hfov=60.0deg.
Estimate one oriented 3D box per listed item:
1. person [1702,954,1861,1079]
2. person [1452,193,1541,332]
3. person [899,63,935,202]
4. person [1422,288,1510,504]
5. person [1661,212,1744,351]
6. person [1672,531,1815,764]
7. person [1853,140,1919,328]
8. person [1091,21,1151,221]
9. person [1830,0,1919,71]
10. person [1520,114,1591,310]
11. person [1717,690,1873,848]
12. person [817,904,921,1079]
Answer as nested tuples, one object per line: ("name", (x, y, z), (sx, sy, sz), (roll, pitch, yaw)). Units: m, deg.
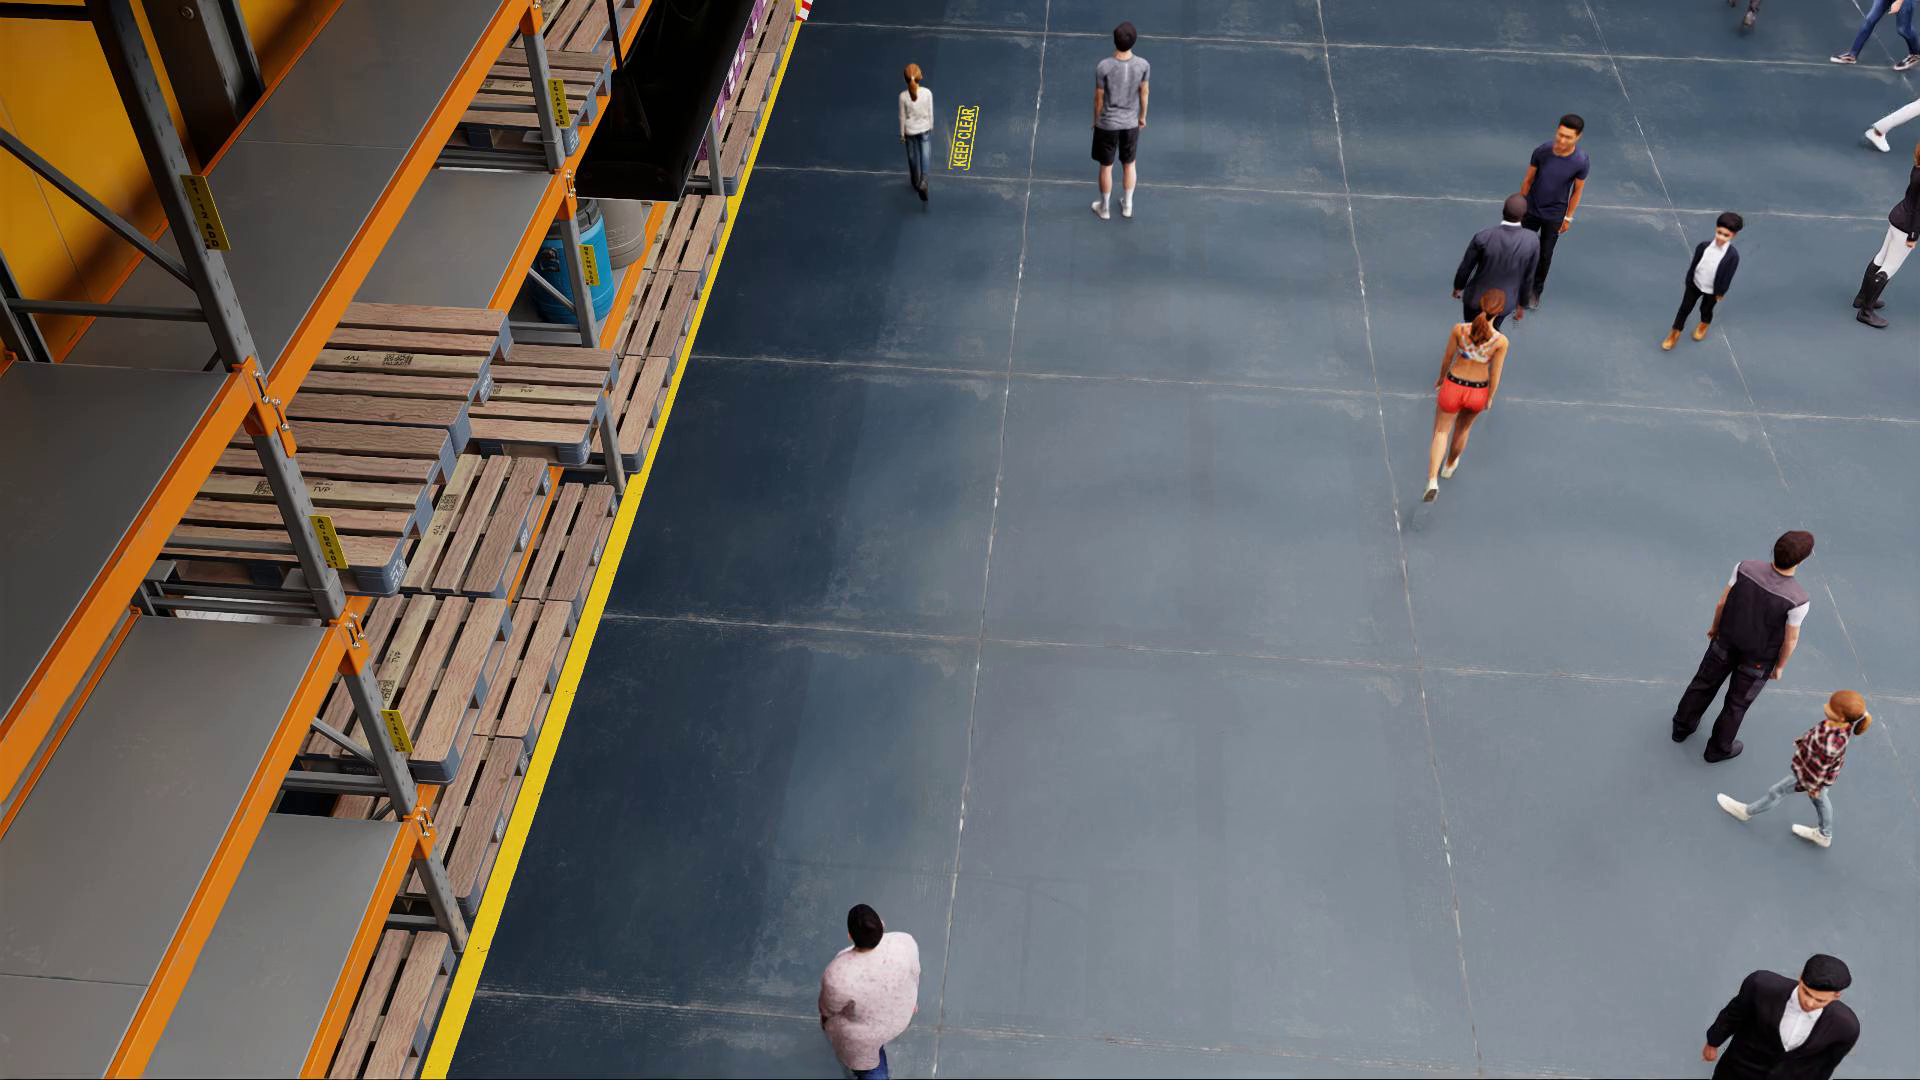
("person", (4.016, 2.546, 8.219), (0.904, 1.868, 0.982), (25, 49, 24))
("person", (4.101, -1.796, 12.832), (0.733, 1.792, 1.073), (5, 44, 5))
("person", (-0.382, -3.707, 15.191), (0.562, 1.305, 0.831), (-4, 44, -5))
("person", (3.617, -1.018, 12.030), (0.775, 1.771, 1.067), (17, 46, 17))
("person", (6.154, -2.140, 13.621), (0.767, 1.201, 0.858), (34, 53, 30))
("person", (4.833, 0.645, 10.229), (0.809, 1.848, 0.740), (-28, 50, -26))
("person", (7.783, -2.574, 13.694), (0.674, 1.729, 0.553), (13, 45, 13))
("person", (1.410, -3.716, 14.790), (0.710, 1.872, 0.642), (-7, 44, -7))
("person", (9.649, -5.562, 16.859), (0.814, 1.690, 1.088), (-3, 44, -3))
("person", (4.878, -2.751, 13.837), (0.716, 1.788, 0.697), (24, 49, 23))
("person", (5.151, 1.382, 9.875), (0.892, 1.269, 0.919), (29, 50, 27))
("person", (-0.424, 2.464, 8.425), (1.069, 1.703, 1.200), (-22, 48, -21))
